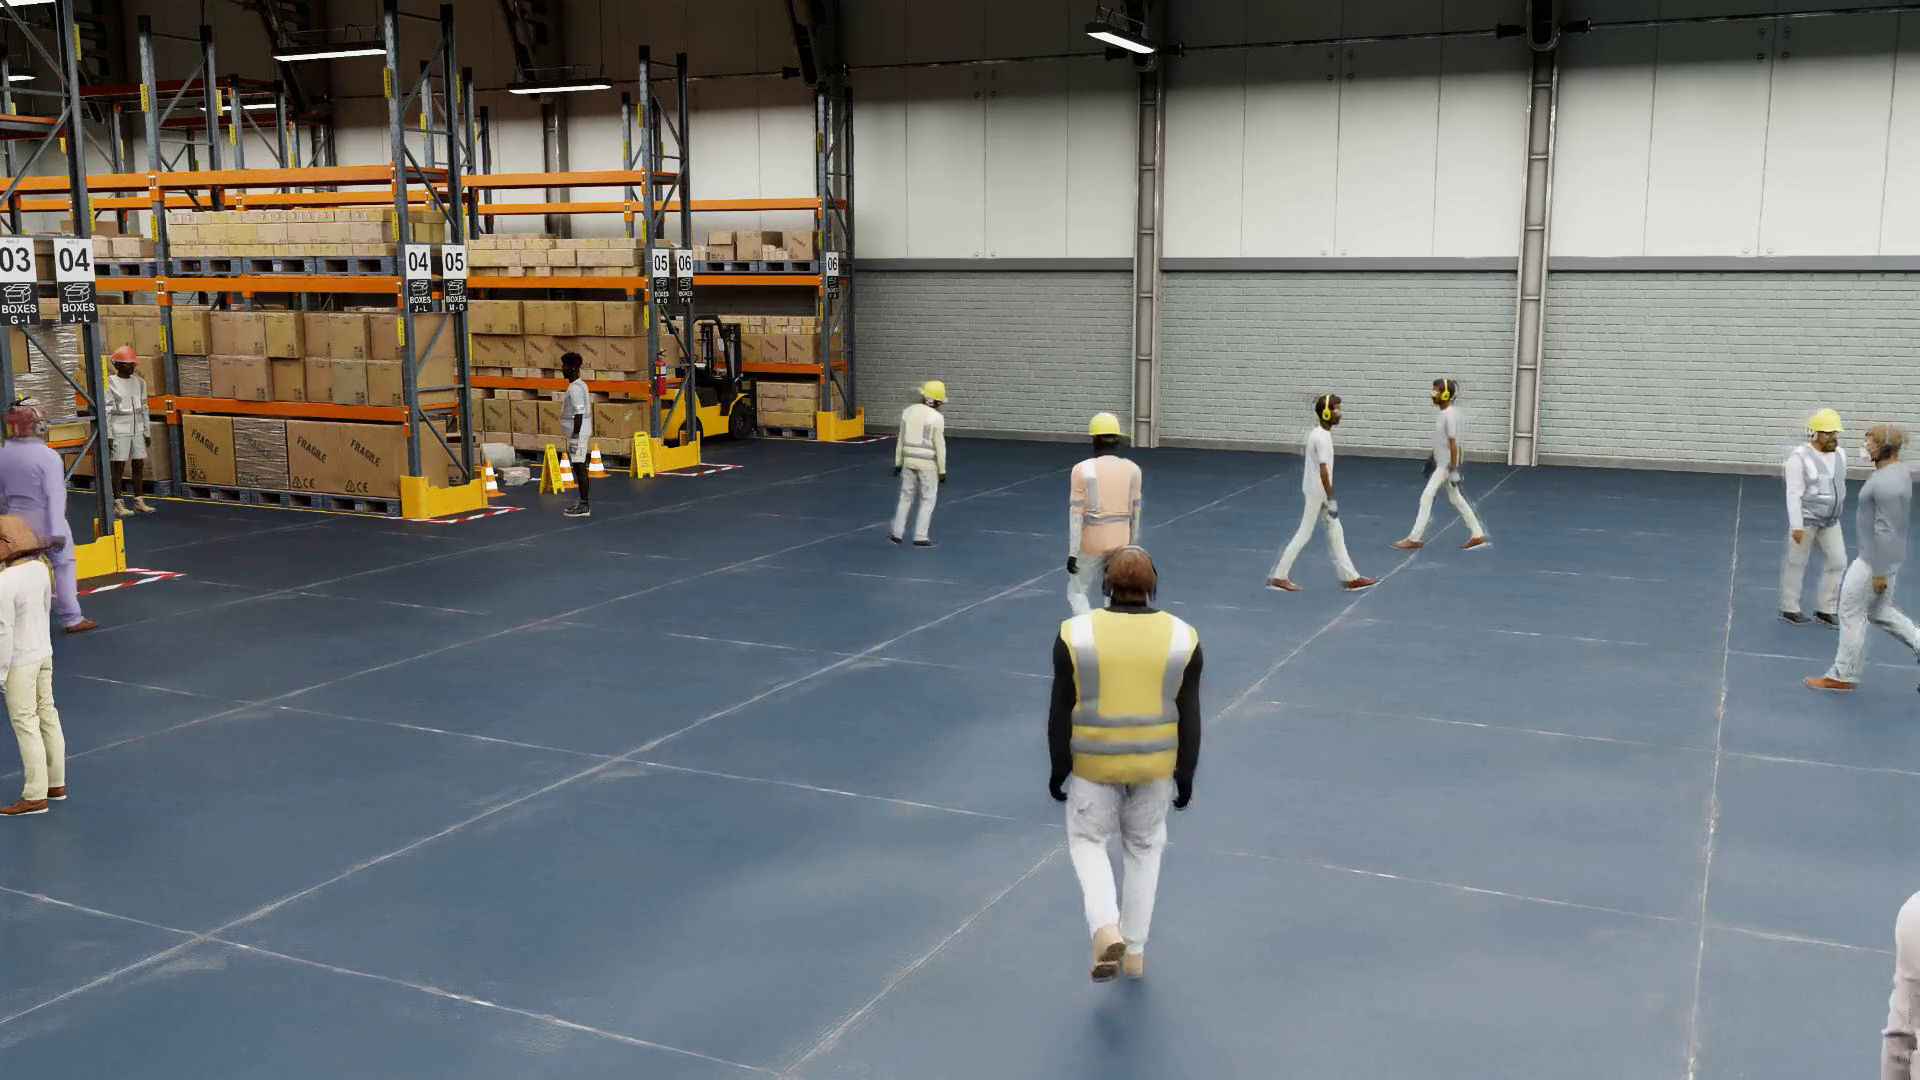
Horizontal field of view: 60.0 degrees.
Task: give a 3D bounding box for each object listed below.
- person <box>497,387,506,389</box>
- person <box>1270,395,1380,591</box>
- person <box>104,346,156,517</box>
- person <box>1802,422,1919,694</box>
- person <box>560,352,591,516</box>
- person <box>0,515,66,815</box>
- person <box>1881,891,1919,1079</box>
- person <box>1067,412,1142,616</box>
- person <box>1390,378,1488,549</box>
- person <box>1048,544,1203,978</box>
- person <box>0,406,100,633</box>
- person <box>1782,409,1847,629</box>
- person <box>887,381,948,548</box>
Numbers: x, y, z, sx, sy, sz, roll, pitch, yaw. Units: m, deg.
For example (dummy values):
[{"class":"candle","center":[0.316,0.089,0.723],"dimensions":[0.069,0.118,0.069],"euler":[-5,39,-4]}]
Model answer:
[{"class":"person","center":[-7.708,-2.522,27.965],"dimensions":[0.698,1.851,0.528],"euler":[7,12,37]},{"class":"person","center":[3.318,-0.411,15.139],"dimensions":[0.997,1.811,0.551],"euler":[2,10,15]},{"class":"person","center":[-9.936,-1.295,19.892],"dimensions":[0.398,2.036,0.608],"euler":[5,10,27]},{"class":"person","center":[6.357,0.145,11.398],"dimensions":[0.836,1.918,0.636],"euler":[6,11,32]},{"class":"person","center":[-4.597,-1.267,19.903],"dimensions":[0.361,1.964,0.613],"euler":[-1,9,-9]},{"class":"person","center":[-5.091,0.673,9.033],"dimensions":[0.289,1.633,0.499],"euler":[0,9,-2]},{"class":"person","center":[2.391,1.429,3.717],"dimensions":[0.977,1.865,0.659],"euler":[-8,12,-42]},{"class":"person","center":[1.023,0.026,12.138],"dimensions":[0.629,1.909,0.477],"euler":[-4,10,-25]},{"class":"person","center":[5.098,-0.788,17.444],"dimensions":[0.990,1.825,0.524],"euler":[2,10,13]},{"class":"person","center":[0.680,0.934,6.819],"dimensions":[0.634,1.831,0.562],"euler":[-1,9,-3]},{"class":"person","center":[-7.370,-0.127,13.210],"dimensions":[0.645,1.880,0.887],"euler":[3,10,20]},{"class":"person","center":[7.033,-0.159,13.583],"dimensions":[0.624,1.809,0.649],"euler":[-3,10,-17]},{"class":"person","center":[-0.444,-0.801,17.630],"dimensions":[0.770,1.781,0.410],"euler":[8,12,39]}]
